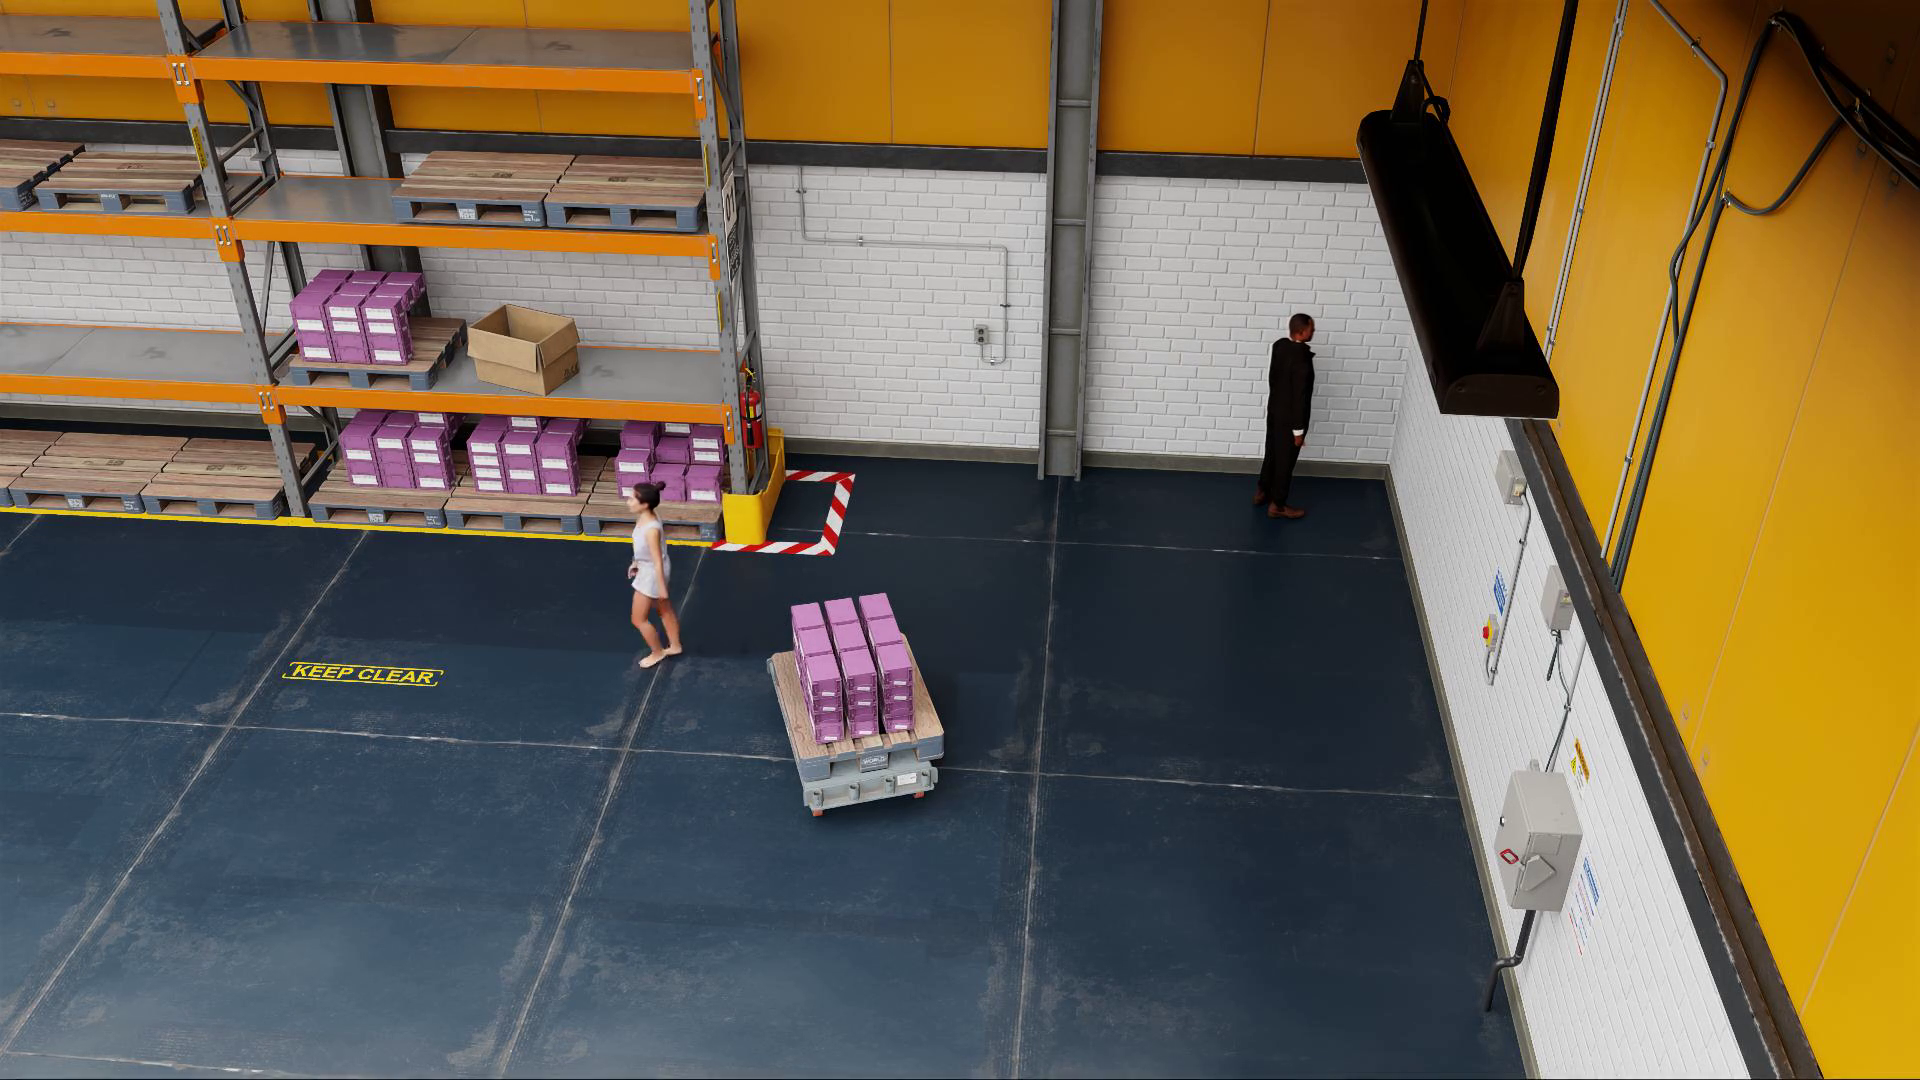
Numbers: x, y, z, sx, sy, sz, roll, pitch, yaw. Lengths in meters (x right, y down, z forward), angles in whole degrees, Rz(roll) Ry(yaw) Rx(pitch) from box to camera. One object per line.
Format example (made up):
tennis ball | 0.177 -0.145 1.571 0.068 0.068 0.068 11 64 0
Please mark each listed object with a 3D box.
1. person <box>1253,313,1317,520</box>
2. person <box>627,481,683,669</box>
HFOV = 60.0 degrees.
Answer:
person | 2.820 -1.086 14.341 0.733 1.904 0.782 -8 34 -12
person | -2.252 0.243 12.620 0.681 1.596 0.645 -7 34 -10
